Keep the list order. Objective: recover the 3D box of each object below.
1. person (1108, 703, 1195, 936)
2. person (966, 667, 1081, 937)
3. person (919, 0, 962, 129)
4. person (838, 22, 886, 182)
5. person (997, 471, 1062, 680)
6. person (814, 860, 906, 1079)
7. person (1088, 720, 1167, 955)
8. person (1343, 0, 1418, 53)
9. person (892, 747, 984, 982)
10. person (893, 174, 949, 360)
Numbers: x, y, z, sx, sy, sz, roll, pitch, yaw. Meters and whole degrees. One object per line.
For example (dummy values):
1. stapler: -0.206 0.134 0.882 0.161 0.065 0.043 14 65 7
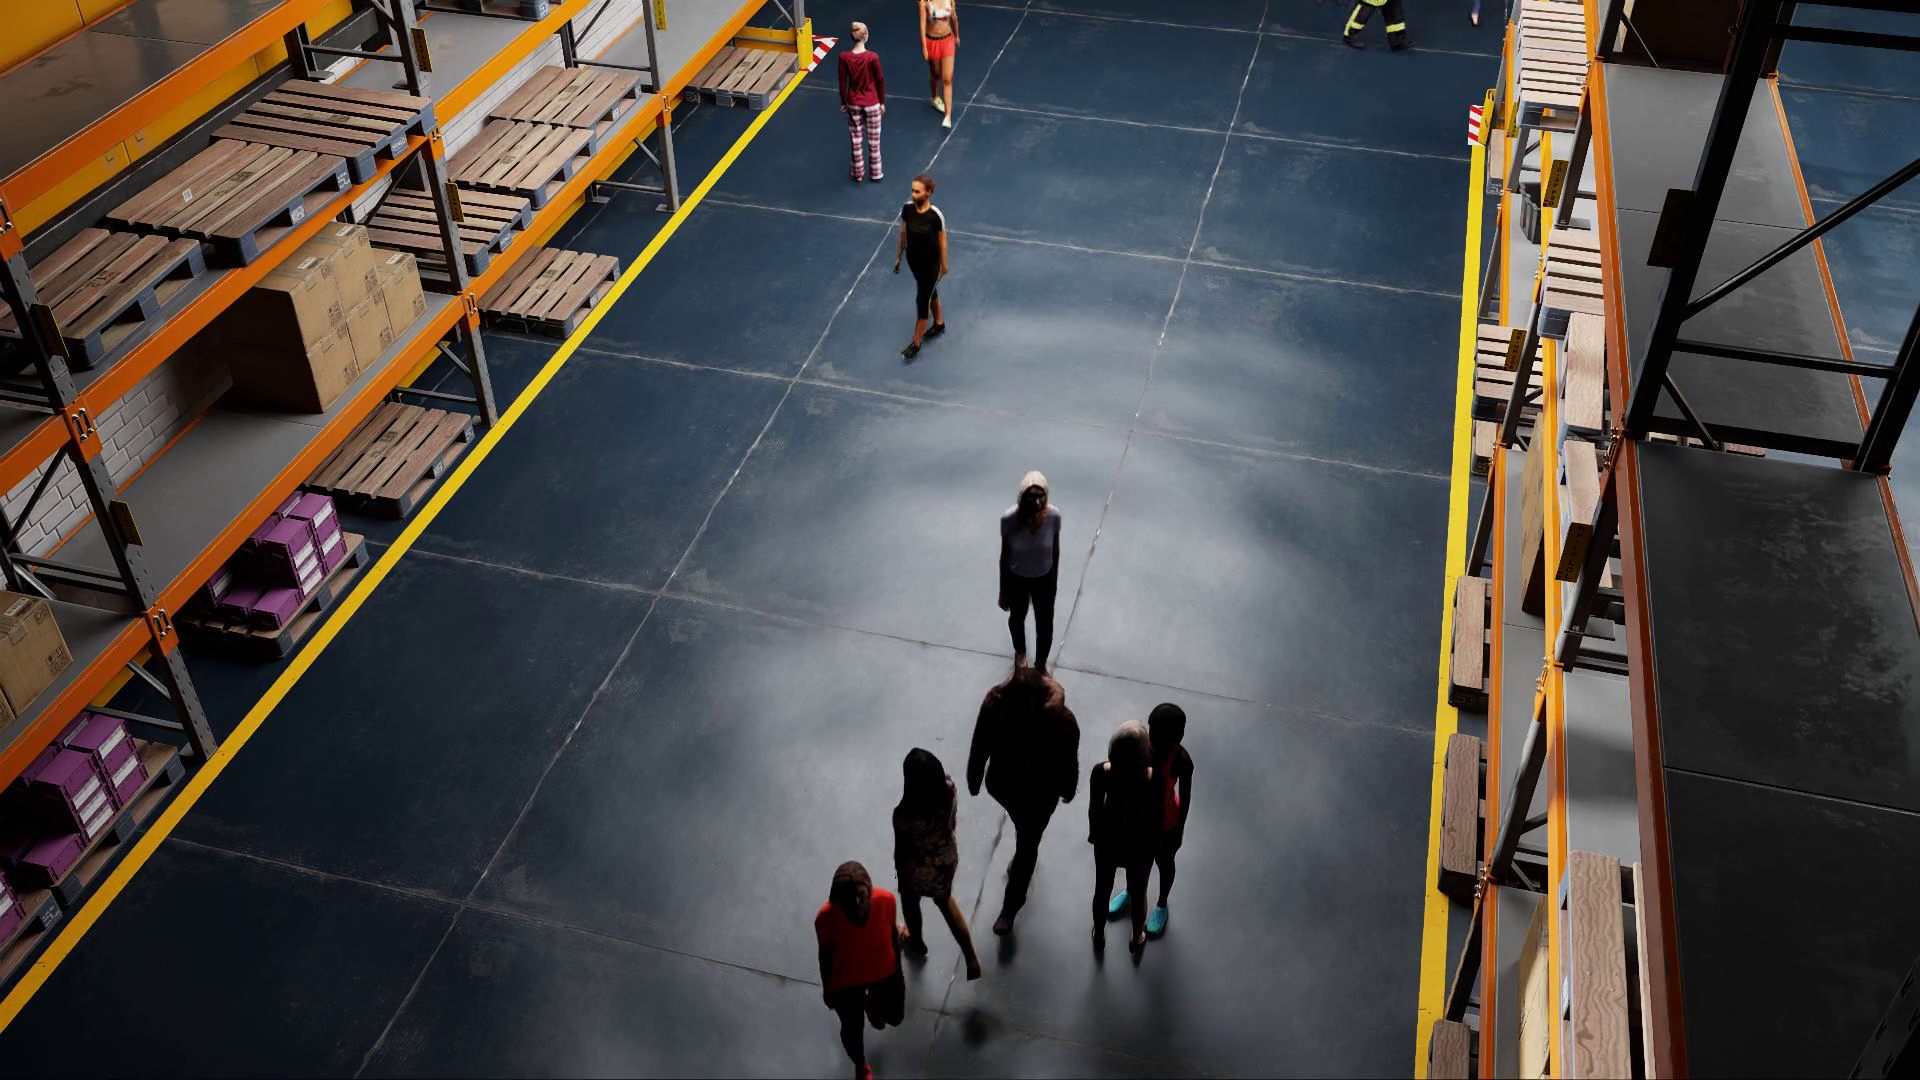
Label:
1. person: 1.116 1.570 9.515 0.629 1.723 0.644 23 44 26
2. person: 0.418 1.359 9.708 0.931 1.811 1.120 17 42 21
3. person: -0.239 -5.464 18.318 1.000 1.729 1.214 -11 40 -14
4. person: -1.001 -4.518 17.152 0.647 1.705 0.549 4 39 5
5. person: 0.446 0.195 11.247 0.675 1.709 0.741 -2 39 -2
6. person: -0.536 2.223 8.728 0.838 1.684 0.929 -13 40 -15
7. person: 0.922 1.674 9.299 0.592 1.829 0.518 6 39 8
8. person: 4.958 -6.745 19.879 1.133 1.783 1.222 28 46 31
9. person: -0.127 1.828 9.196 0.974 1.717 0.993 -25 45 -28
10. person: -0.253 -2.487 14.659 0.835 1.641 1.025 30 47 32
